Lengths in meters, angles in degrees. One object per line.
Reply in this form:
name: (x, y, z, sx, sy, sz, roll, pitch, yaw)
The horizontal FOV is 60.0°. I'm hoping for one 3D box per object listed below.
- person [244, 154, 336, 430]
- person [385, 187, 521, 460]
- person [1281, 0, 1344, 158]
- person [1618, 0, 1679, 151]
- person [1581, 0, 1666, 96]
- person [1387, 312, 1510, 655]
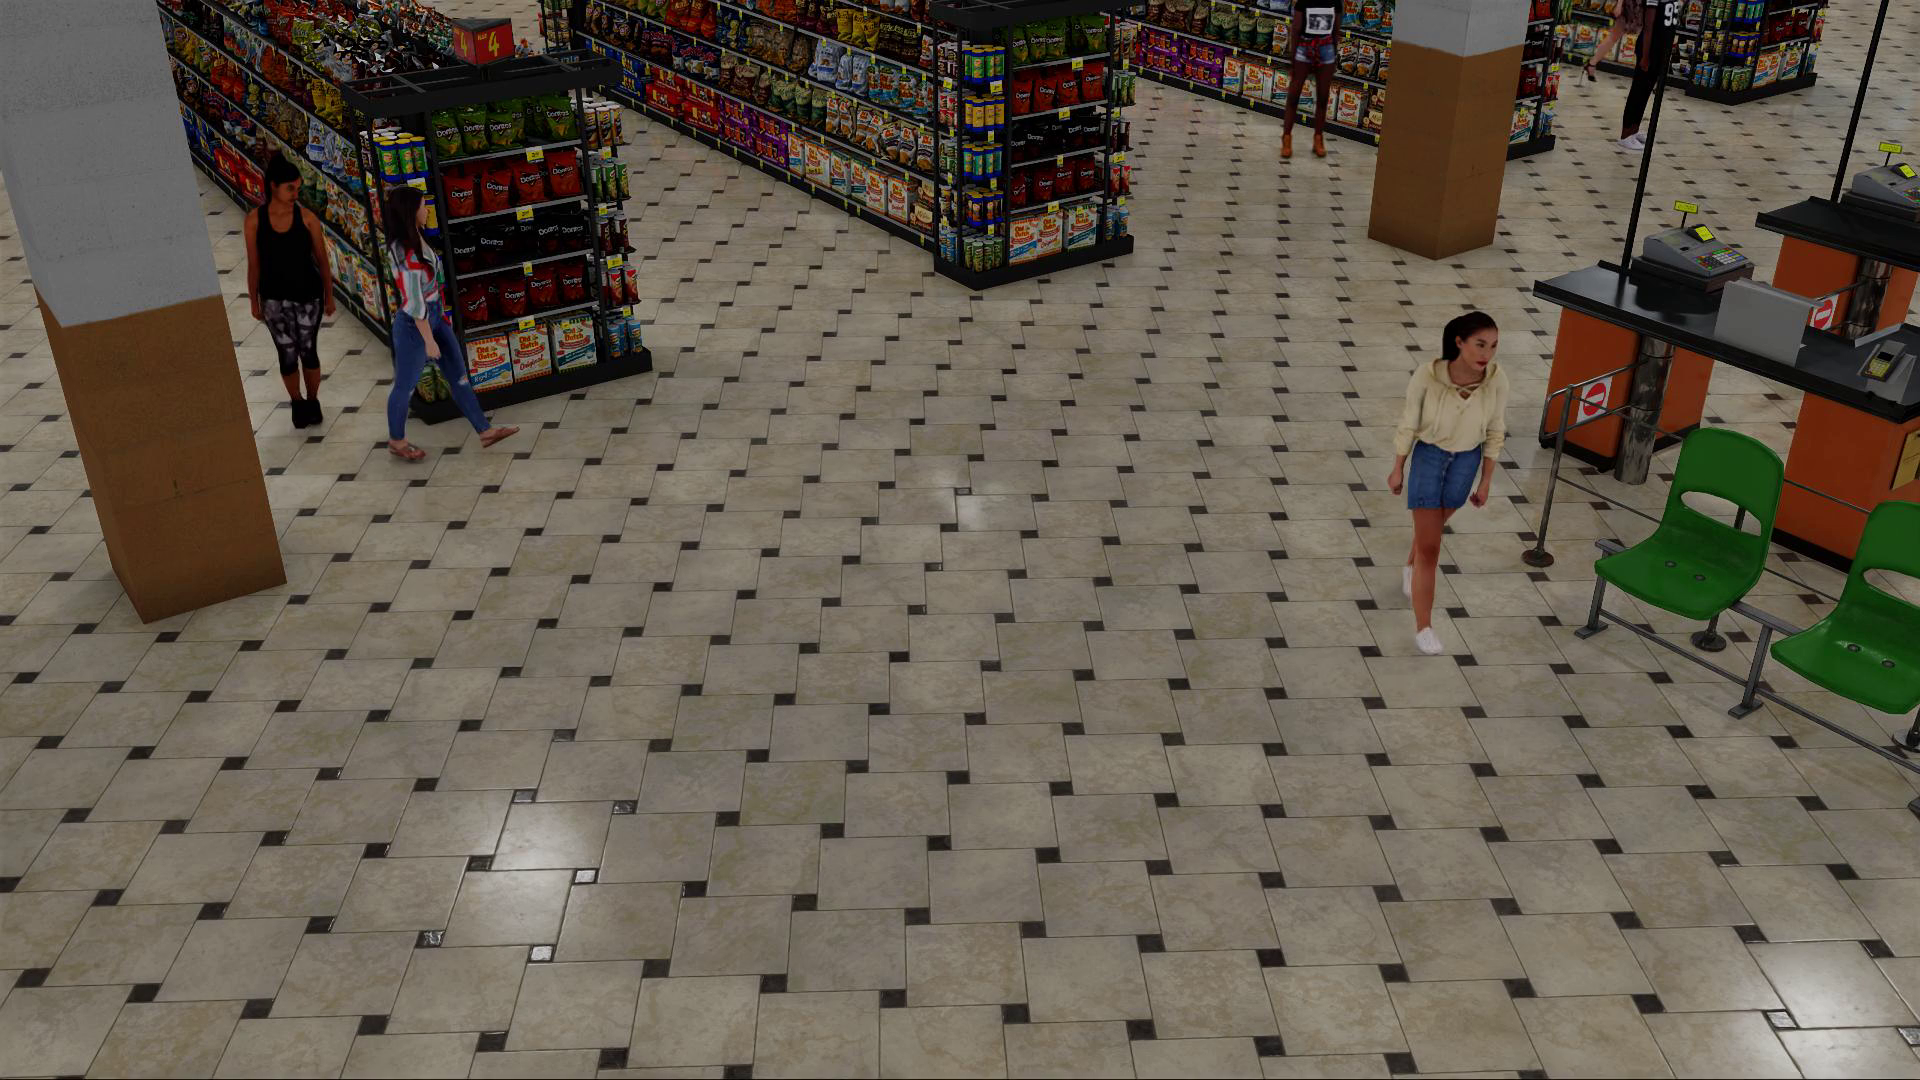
person: (-3.991, -1.486, 9.939, 0.677, 1.649, 0.636, -10, 30, -18)
person: (-3.163, -1.208, 9.508, 1.036, 1.574, 1.034, 2, 29, 4)
person: (3.208, -4.356, 15.119, 0.710, 1.722, 0.749, -1, 29, -1)
person: (6.424, -4.537, 15.445, 0.633, 1.728, 0.655, 25, 37, 38)
person: (6.901, -5.495, 17.218, 0.622, 1.710, 1.204, -20, 34, -32)
person: (2.287, -0.329, 7.895, 1.077, 1.576, 1.207, 2, 29, 4)
